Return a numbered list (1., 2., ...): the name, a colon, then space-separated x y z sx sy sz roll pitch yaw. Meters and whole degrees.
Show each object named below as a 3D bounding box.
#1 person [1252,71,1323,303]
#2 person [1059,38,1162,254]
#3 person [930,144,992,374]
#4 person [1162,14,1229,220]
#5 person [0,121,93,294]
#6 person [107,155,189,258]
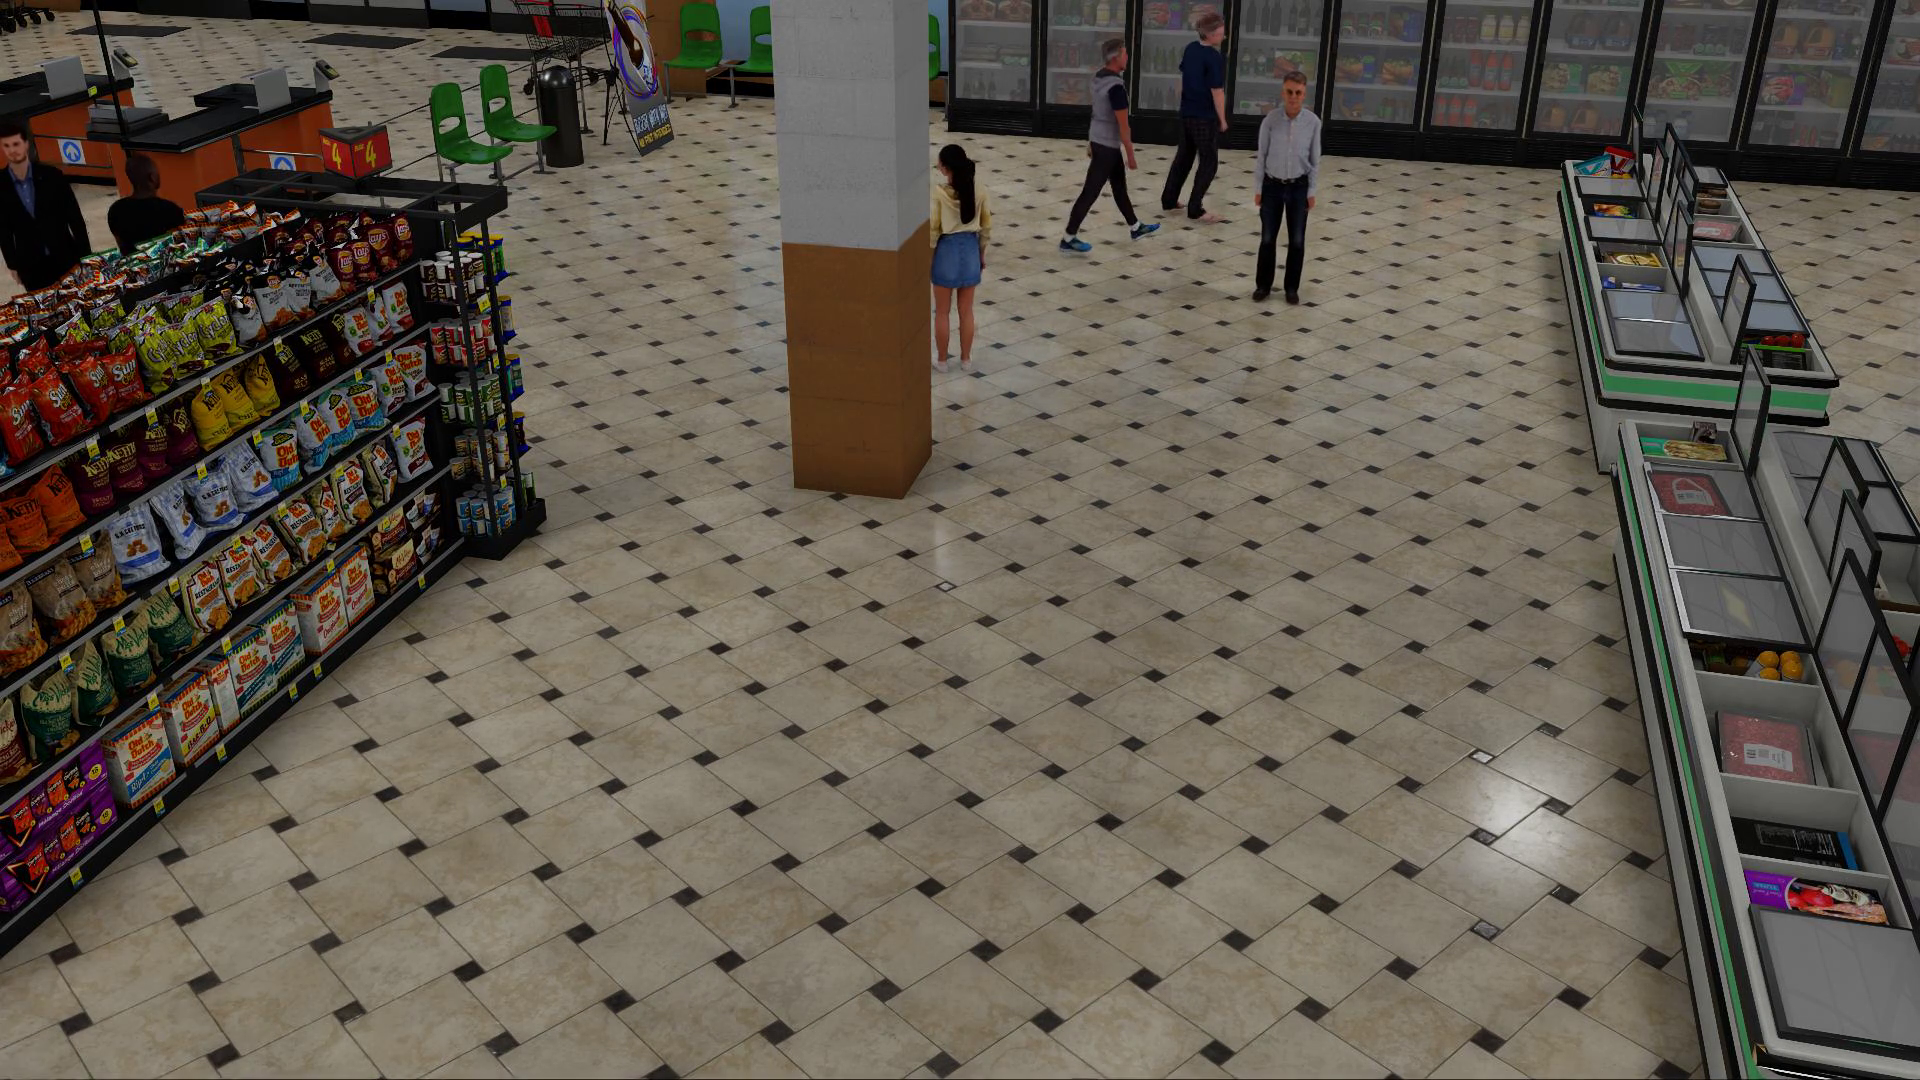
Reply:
1. person: 2.559 -2.772 13.053 0.646 1.818 0.560 6 27 11
2. person: 1.150 -3.293 14.131 1.168 1.772 1.271 -6 28 -12
3. person: -0.030 -1.971 11.683 0.763 1.628 0.788 -7 28 -13
4. person: 2.164 -3.813 15.087 0.885 1.835 0.813 -23 35 -38
5. person: -6.198 -1.918 11.340 1.181 1.842 1.277 -12 29 -23
6. person: -5.084 -1.495 10.583 0.745 1.774 1.229 5 27 9
